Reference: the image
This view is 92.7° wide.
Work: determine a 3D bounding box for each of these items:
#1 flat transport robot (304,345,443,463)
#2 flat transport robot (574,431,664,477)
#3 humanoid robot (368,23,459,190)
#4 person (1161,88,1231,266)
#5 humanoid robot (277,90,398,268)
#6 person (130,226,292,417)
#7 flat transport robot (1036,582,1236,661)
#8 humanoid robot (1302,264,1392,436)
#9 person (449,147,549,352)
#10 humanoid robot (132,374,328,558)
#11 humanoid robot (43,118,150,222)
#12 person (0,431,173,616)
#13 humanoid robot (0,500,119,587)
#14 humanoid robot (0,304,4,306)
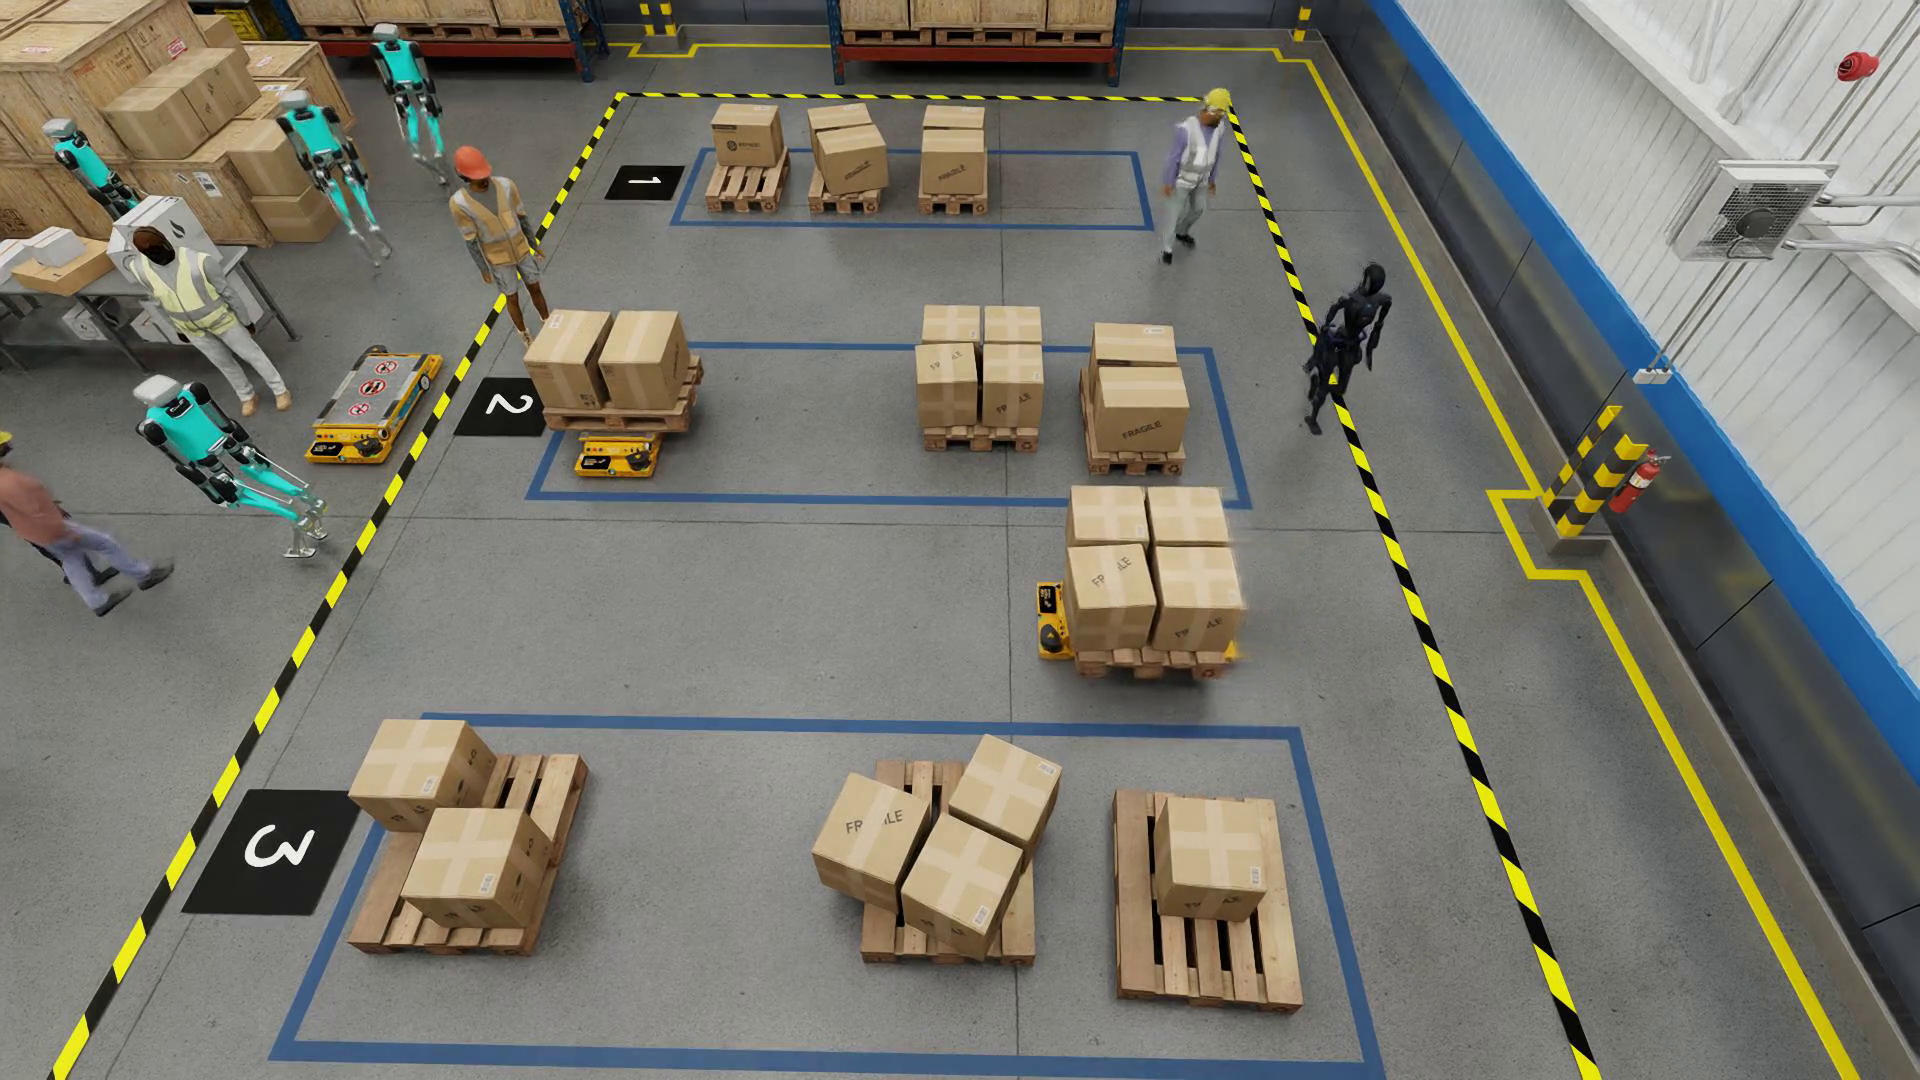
[{"bbox_3d":[-5.383,-1.269,8.441,0.659,0.231,1.431,1,50,1],"label":"flat transport robot"},{"bbox_3d":[-2.985,-1.151,8.323,0.652,0.197,1.431,1,50,1],"label":"flat transport robot"},{"bbox_3d":[-6.249,-4.832,10.564,0.540,1.902,0.708,-7,50,-6],"label":"humanoid robot"},{"bbox_3d":[2.404,-3.777,9.574,0.658,1.786,0.436,-22,53,-18],"label":"person"},{"bbox_3d":[-6.402,-3.633,9.507,0.539,1.839,0.673,-21,53,-17],"label":"humanoid robot"},{"bbox_3d":[-6.475,-1.875,7.933,0.631,1.834,0.429,-12,51,-10],"label":"person"},{"bbox_3d":[1.302,0.574,6.863,1.431,0.197,0.652,1,50,1],"label":"flat transport robot"},{"bbox_3d":[3.249,-1.686,7.875,0.598,1.636,0.530,-7,50,-6],"label":"humanoid robot"},{"bbox_3d":[-4.136,-2.619,8.423,0.382,2.039,0.615,35,58,26],"label":"person"},{"bbox_3d":[-5.171,-0.477,6.720,0.735,1.677,0.533,9,50,8],"label":"humanoid robot"},{"bbox_3d":[-8.227,-3.384,9.230,0.690,1.740,0.530,-15,51,-12],"label":"humanoid robot"},{"bbox_3d":[-6.445,-0.135,6.521,0.546,1.728,0.533,18,52,15],"label":"person"},{"bbox_3d":[-6.919,-0.288,6.678,0.599,1.657,0.315,10,50,8],"label":"humanoid robot"},{"bbox_3d":[-10.167,-2.942,8.912,0.681,1.839,0.535,-14,51,-12],"label":"humanoid robot"}]
